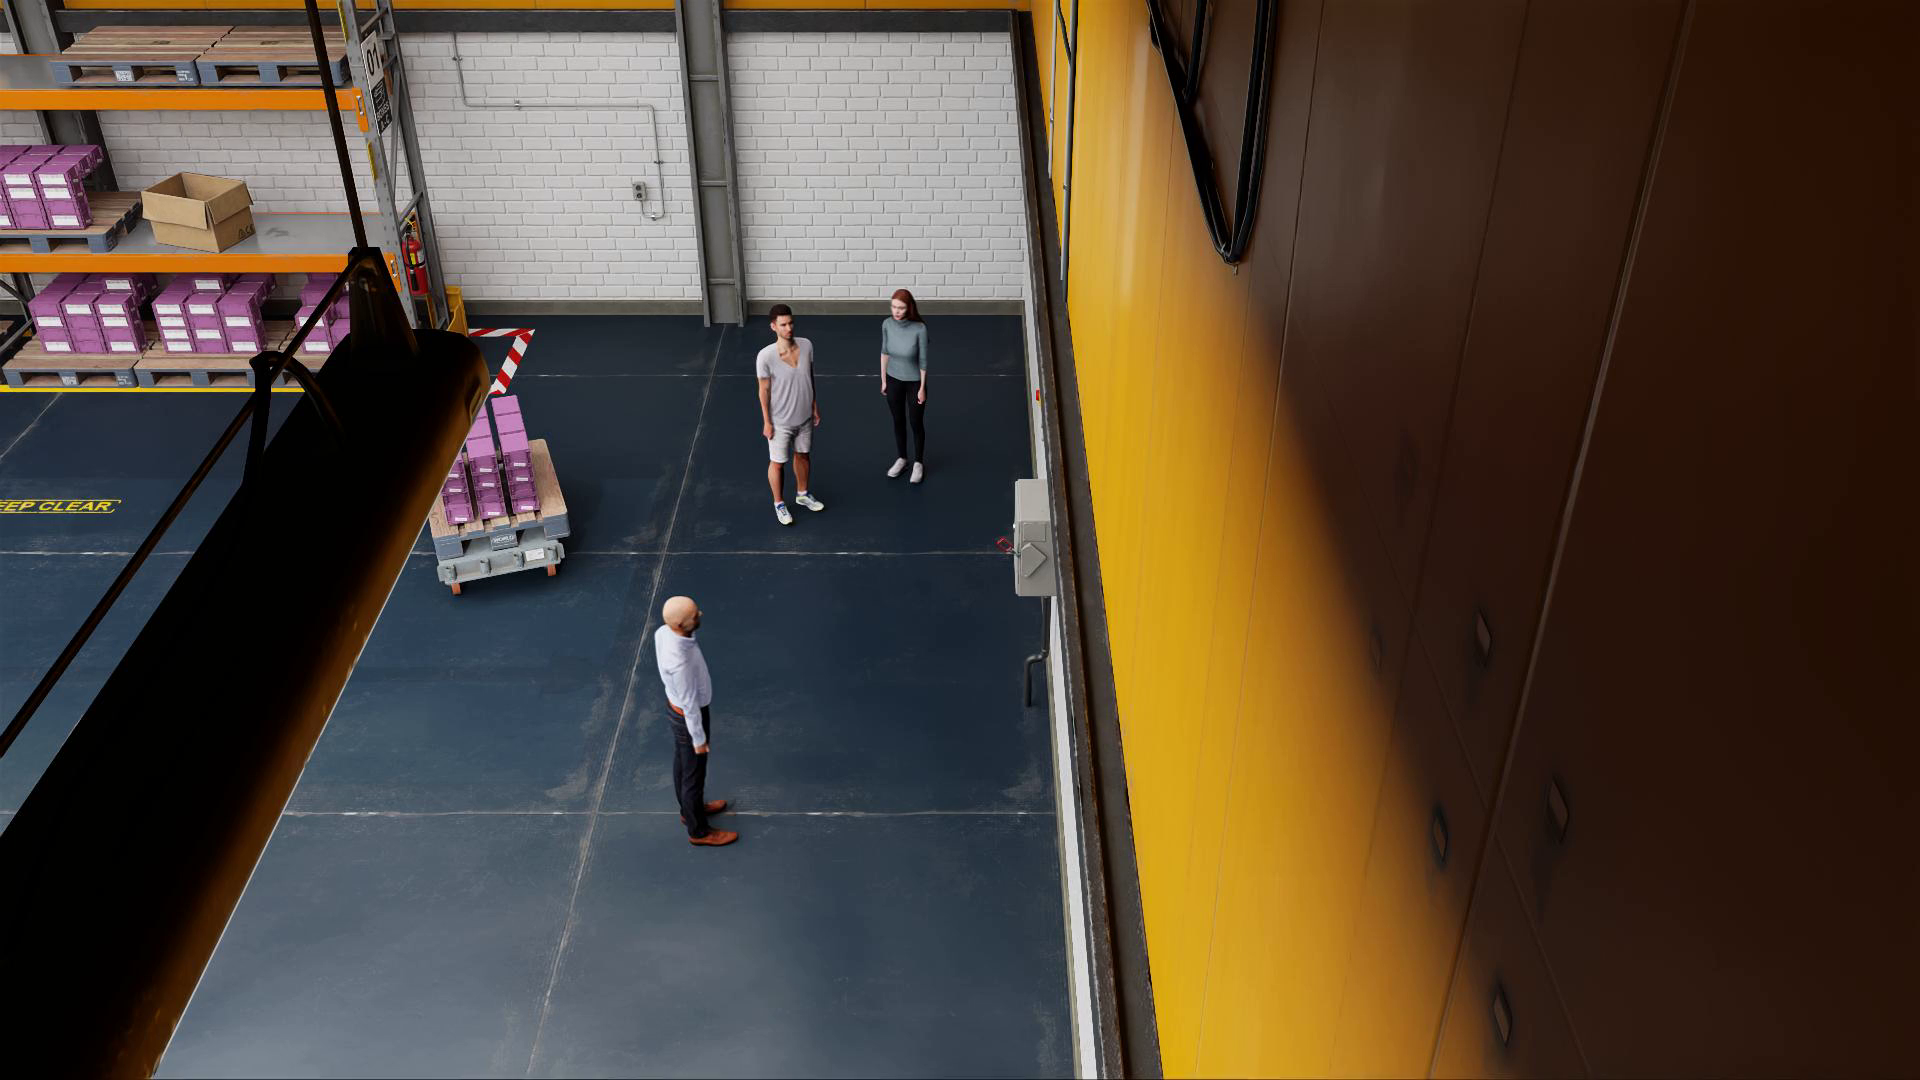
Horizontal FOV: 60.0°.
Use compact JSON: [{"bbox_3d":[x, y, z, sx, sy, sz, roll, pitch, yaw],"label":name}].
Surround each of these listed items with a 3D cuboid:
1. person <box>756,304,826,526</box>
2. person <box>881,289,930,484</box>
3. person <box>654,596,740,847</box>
[{"bbox_3d":[-1.366,-1.026,13.251,0.738,1.855,0.822,-25,41,-32],"label":"person"},{"bbox_3d":[-0.444,-1.280,13.738,0.592,1.740,0.708,14,36,20],"label":"person"},{"bbox_3d":[-1.647,1.087,10.130,0.680,1.791,0.710,-11,35,-16],"label":"person"}]
